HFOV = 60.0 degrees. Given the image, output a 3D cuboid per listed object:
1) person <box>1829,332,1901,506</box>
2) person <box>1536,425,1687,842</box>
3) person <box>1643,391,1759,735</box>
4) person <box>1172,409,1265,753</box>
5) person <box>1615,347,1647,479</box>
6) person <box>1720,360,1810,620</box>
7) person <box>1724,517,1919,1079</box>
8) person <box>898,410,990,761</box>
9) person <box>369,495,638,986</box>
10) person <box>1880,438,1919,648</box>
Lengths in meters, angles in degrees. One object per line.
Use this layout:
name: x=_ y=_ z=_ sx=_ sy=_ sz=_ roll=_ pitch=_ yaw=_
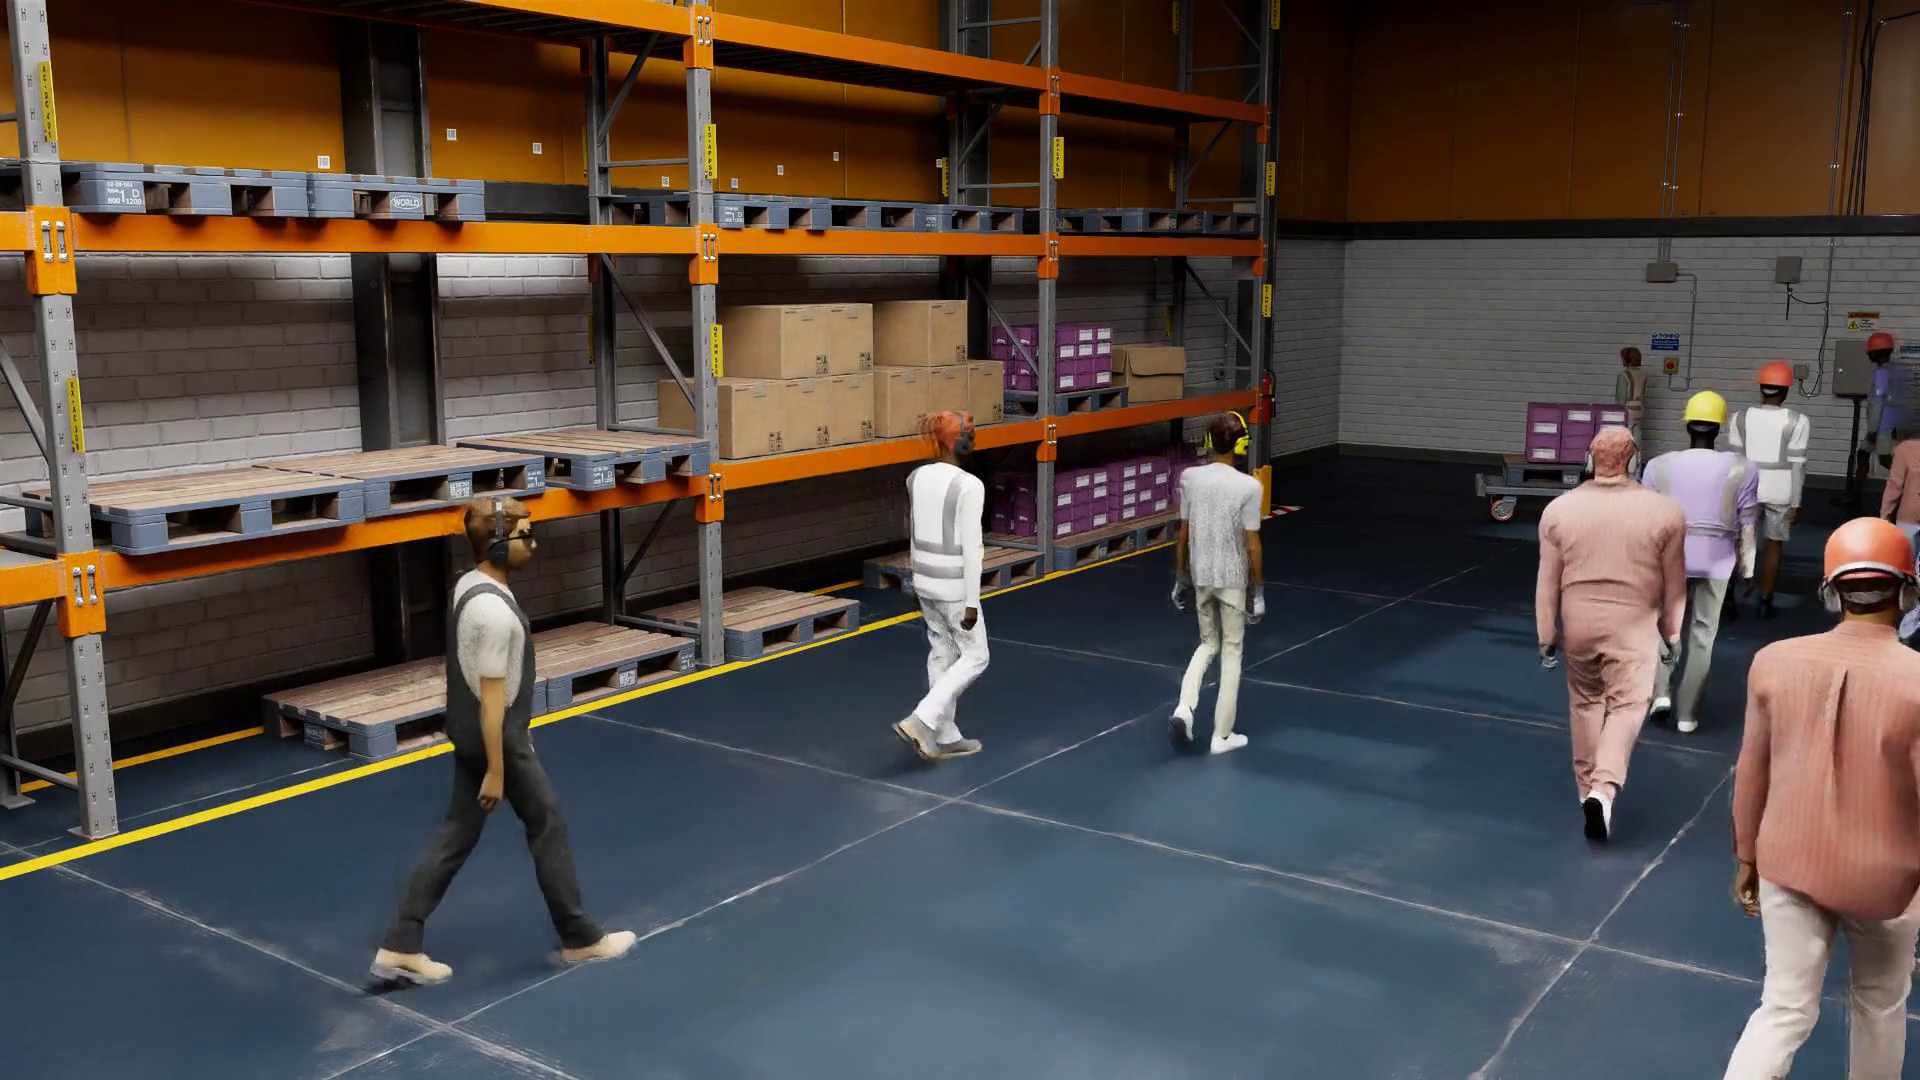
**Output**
person: x=9.759 y=-1.237 z=17.476 sx=0.939 sy=1.902 sz=0.552 roll=7 pitch=12 yaw=38
person: x=2.987 y=0.412 z=7.688 sx=0.637 sy=1.879 sz=0.882 roll=6 pitch=11 yaw=32
person: x=4.094 y=0.131 z=9.249 sx=0.596 sy=1.910 sz=0.437 roll=5 pitch=11 yaw=29
person: x=1.354 y=0.240 z=8.787 sx=0.542 sy=1.846 sz=0.477 roll=8 pitch=12 yaw=39
person: x=7.732 y=-1.408 z=19.227 sx=0.522 sy=1.636 sz=0.310 roll=-7 pitch=12 yaw=-38
person: x=5.782 y=-0.333 z=11.999 sx=0.549 sy=1.919 sz=0.717 roll=9 pitch=13 yaw=43
person: x=2.380 y=0.916 z=4.540 sx=0.960 sy=1.937 sz=0.657 roll=-9 pitch=13 yaw=-42
person: x=-0.102 y=0.258 z=8.627 sx=0.509 sy=1.870 sz=0.578 roll=-8 pitch=12 yaw=-40
person: x=-1.712 y=0.731 z=6.015 sx=0.951 sy=1.809 sz=0.529 roll=-6 pitch=11 yaw=-31
person: x=6.573 y=-0.116 z=11.265 sx=0.714 sy=1.721 sz=0.552 roll=-9 pitch=13 yaw=-42
